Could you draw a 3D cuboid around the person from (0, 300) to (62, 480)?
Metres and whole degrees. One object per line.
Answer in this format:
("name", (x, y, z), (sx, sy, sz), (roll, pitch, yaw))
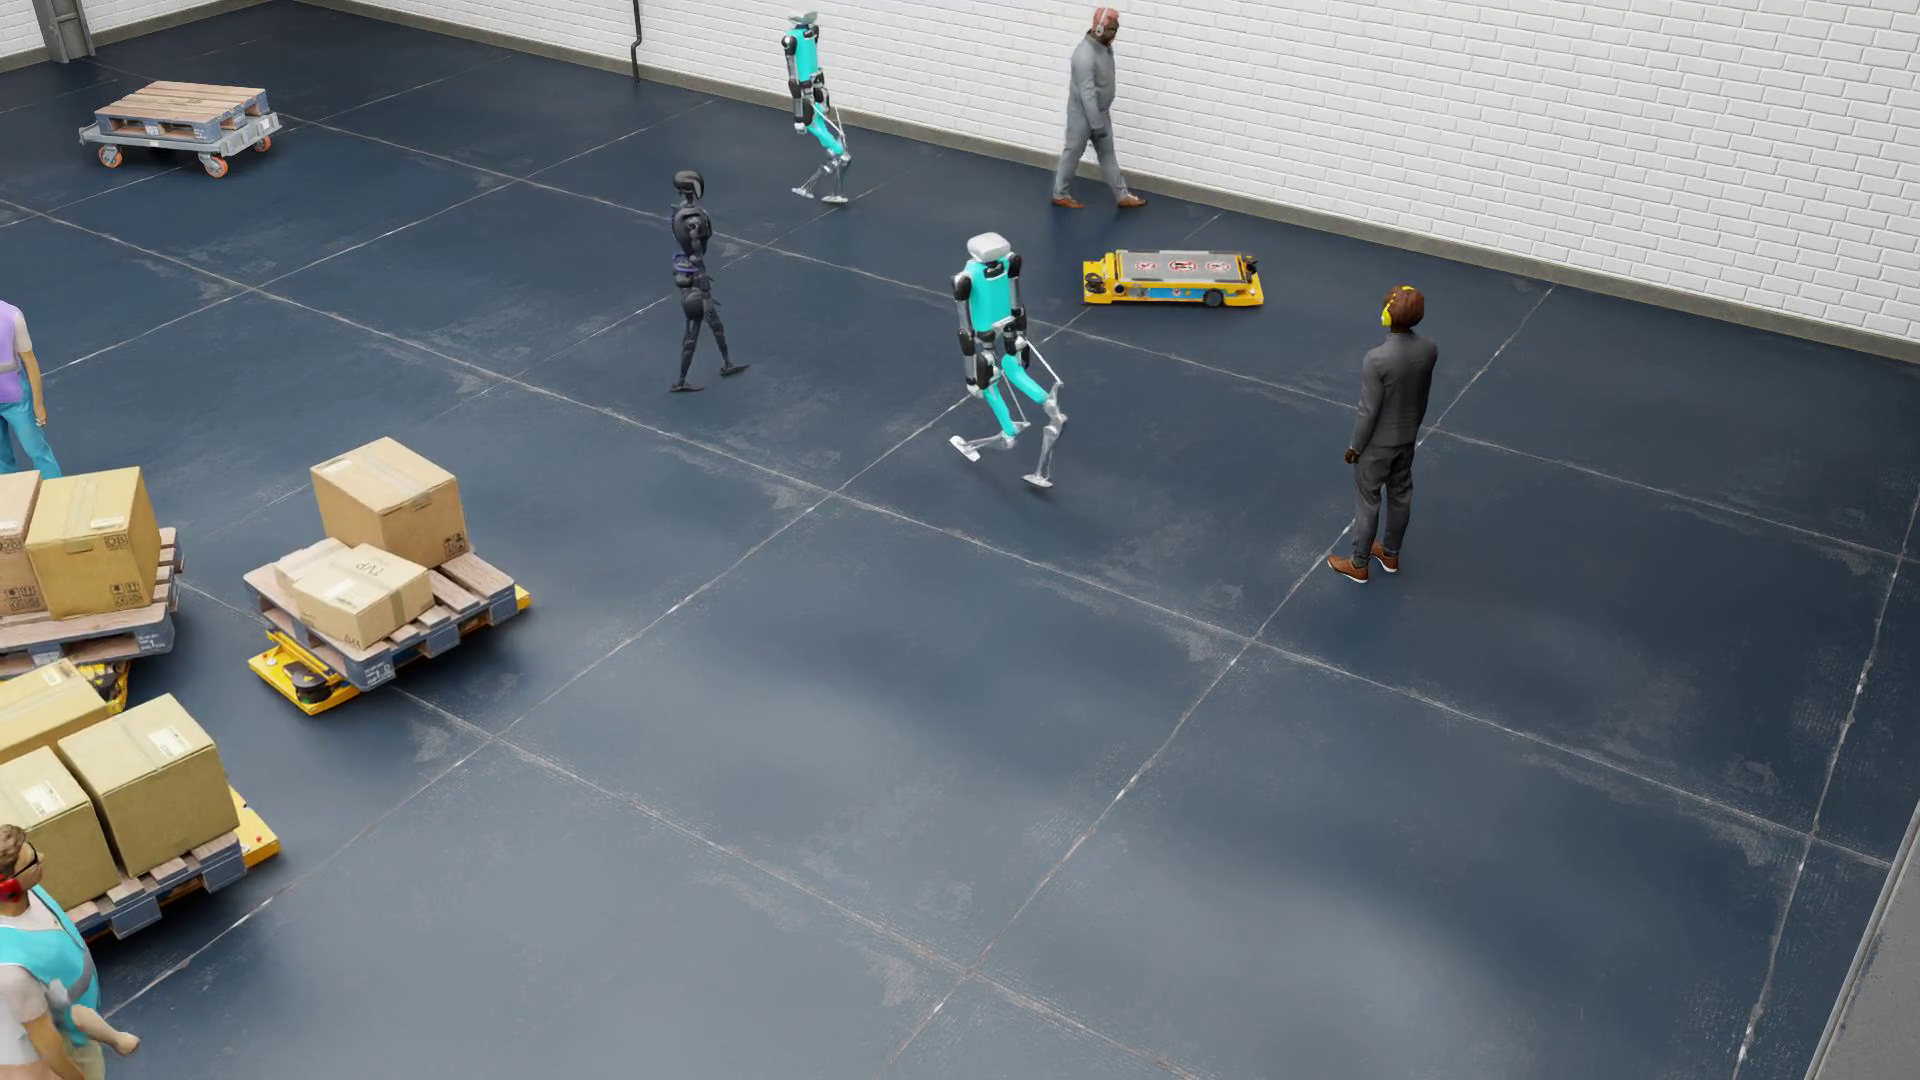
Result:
("person", (-5.845, -0.857, 10.131), (0.566, 1.846, 0.390), (-3, 33, -4))

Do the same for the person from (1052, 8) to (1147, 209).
("person", (1.234, -3.746, 14.631), (0.957, 1.851, 0.664), (15, 36, 23))

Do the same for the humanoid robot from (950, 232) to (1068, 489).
("humanoid robot", (0.323, -1.071, 10.598), (0.579, 1.736, 1.070), (-25, 40, -33))

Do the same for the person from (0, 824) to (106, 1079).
("person", (-3.261, 1.778, 6.027), (0.385, 1.849, 0.569), (-16, 36, -23))

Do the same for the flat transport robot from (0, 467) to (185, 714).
("flat transport robot", (-5.029, 0.554, 9.393), (0.659, 0.231, 1.431), (-10, 34, -15))

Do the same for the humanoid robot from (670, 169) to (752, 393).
("humanoid robot", (-1.826, -1.844, 11.838), (0.646, 1.634, 0.603), (-8, 34, -12))

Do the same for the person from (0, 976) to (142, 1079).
("person", (-3.300, 1.864, 6.031), (0.485, 1.708, 0.802), (4, 33, 6))

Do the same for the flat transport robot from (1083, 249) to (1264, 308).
("flat transport robot", (1.730, -2.136, 13.580), (1.431, 0.231, 0.659), (1, 33, 2))

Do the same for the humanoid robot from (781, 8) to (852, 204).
("humanoid robot", (-1.195, -3.807, 14.848), (0.886, 1.786, 0.548), (13, 35, 19))

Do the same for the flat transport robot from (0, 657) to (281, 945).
("flat transport robot", (-4.027, 1.581, 7.797), (1.431, 0.231, 0.659), (-28, 42, -36))

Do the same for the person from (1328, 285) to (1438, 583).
("person", (2.484, -0.606, 9.715), (0.492, 1.875, 0.355), (-15, 35, -21))

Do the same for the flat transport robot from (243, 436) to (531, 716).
("flat transport robot", (-3.245, 0.484, 9.503), (0.659, 0.231, 1.431), (26, 41, 34))
